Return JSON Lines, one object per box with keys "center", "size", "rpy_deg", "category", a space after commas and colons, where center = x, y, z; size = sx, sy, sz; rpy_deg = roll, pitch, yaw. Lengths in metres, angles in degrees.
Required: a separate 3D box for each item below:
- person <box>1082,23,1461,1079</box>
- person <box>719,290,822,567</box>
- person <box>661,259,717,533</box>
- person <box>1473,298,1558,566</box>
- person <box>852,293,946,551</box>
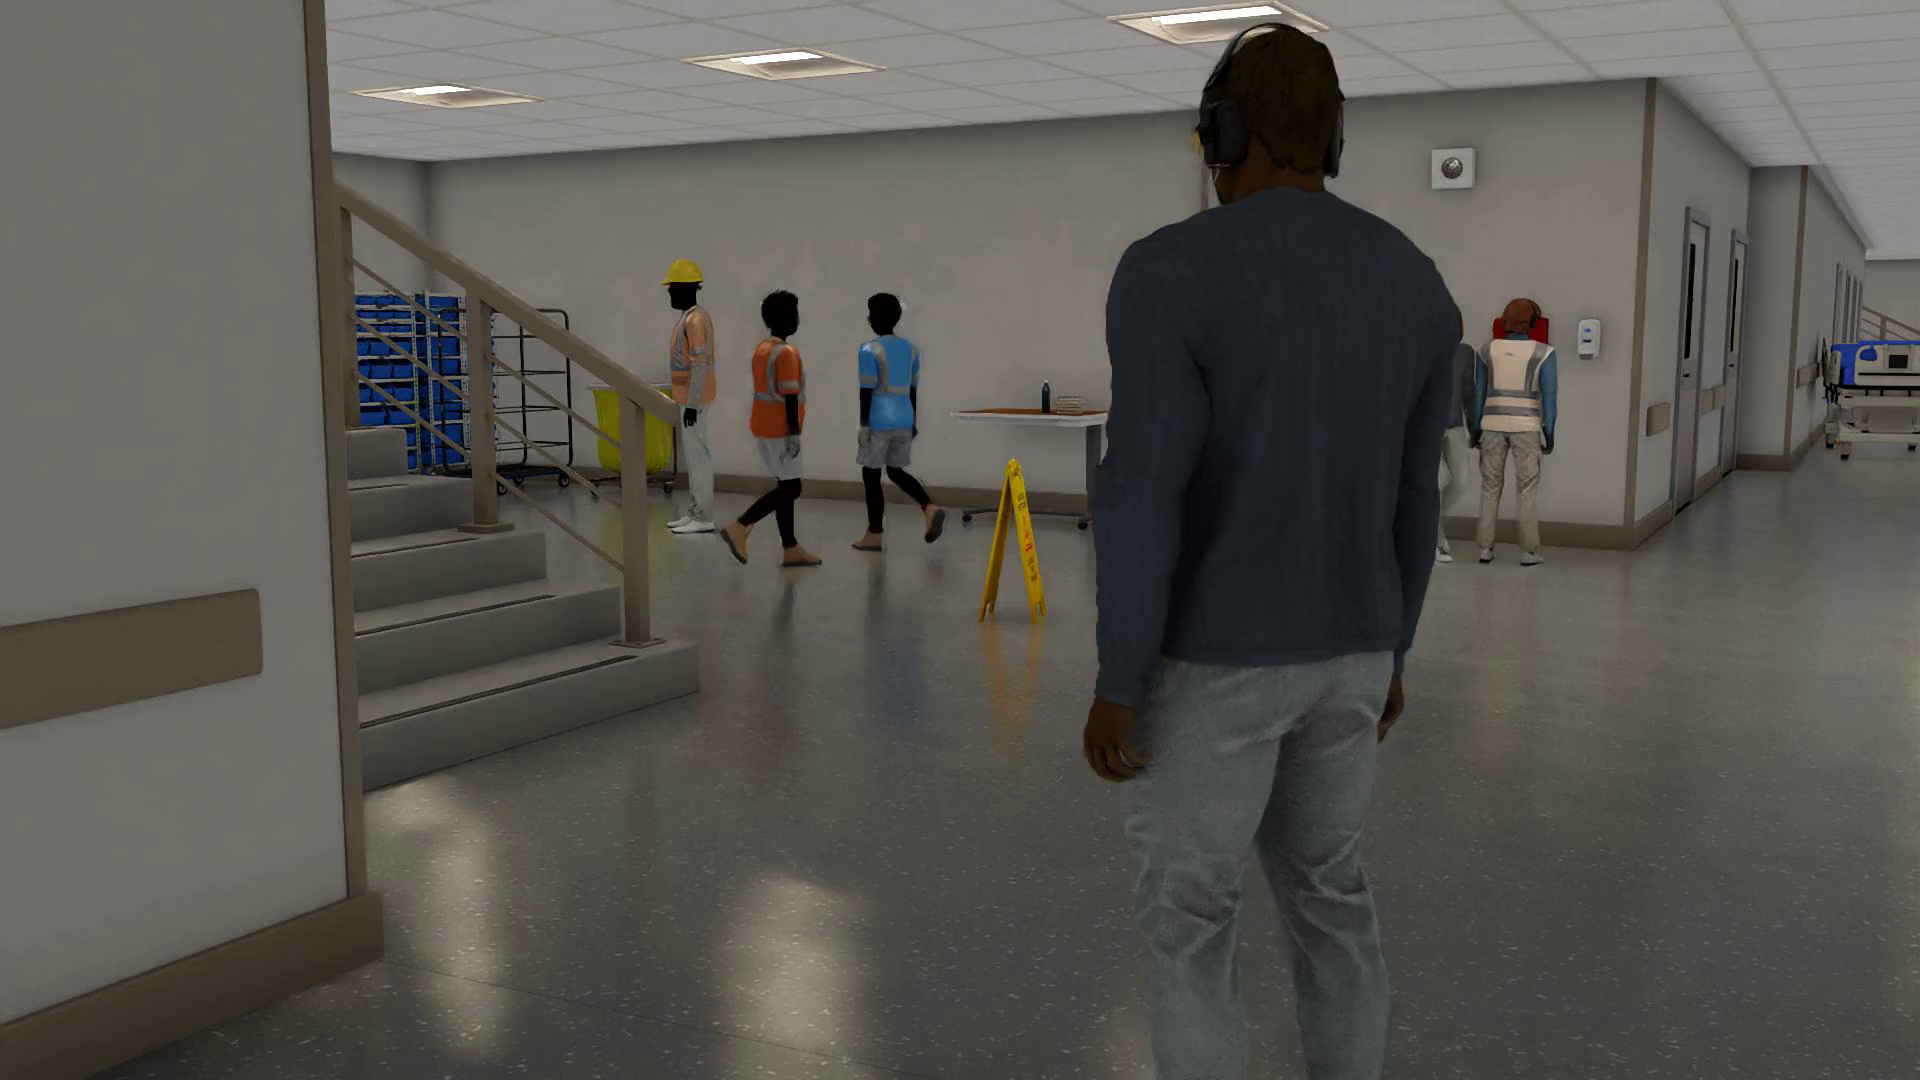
{"center": [0.479, 0.186, 2.571], "size": [0.640, 1.924, 0.369], "rpy_deg": [-4, 9, -30], "category": "person"}
{"center": [-1.129, -0.645, 9.903], "size": [0.603, 1.679, 0.535], "rpy_deg": [-4, 8, -26], "category": "person"}
{"center": [-1.909, -1.009, 11.755], "size": [0.369, 1.927, 0.588], "rpy_deg": [-2, 8, -13], "category": "person"}
{"center": [3.383, -0.658, 10.179], "size": [0.522, 1.632, 0.314], "rpy_deg": [6, 9, 36], "category": "person"}
{"center": [-0.422, -0.747, 10.683], "size": [0.567, 1.684, 0.539], "rpy_deg": [6, 9, 38], "category": "person"}
